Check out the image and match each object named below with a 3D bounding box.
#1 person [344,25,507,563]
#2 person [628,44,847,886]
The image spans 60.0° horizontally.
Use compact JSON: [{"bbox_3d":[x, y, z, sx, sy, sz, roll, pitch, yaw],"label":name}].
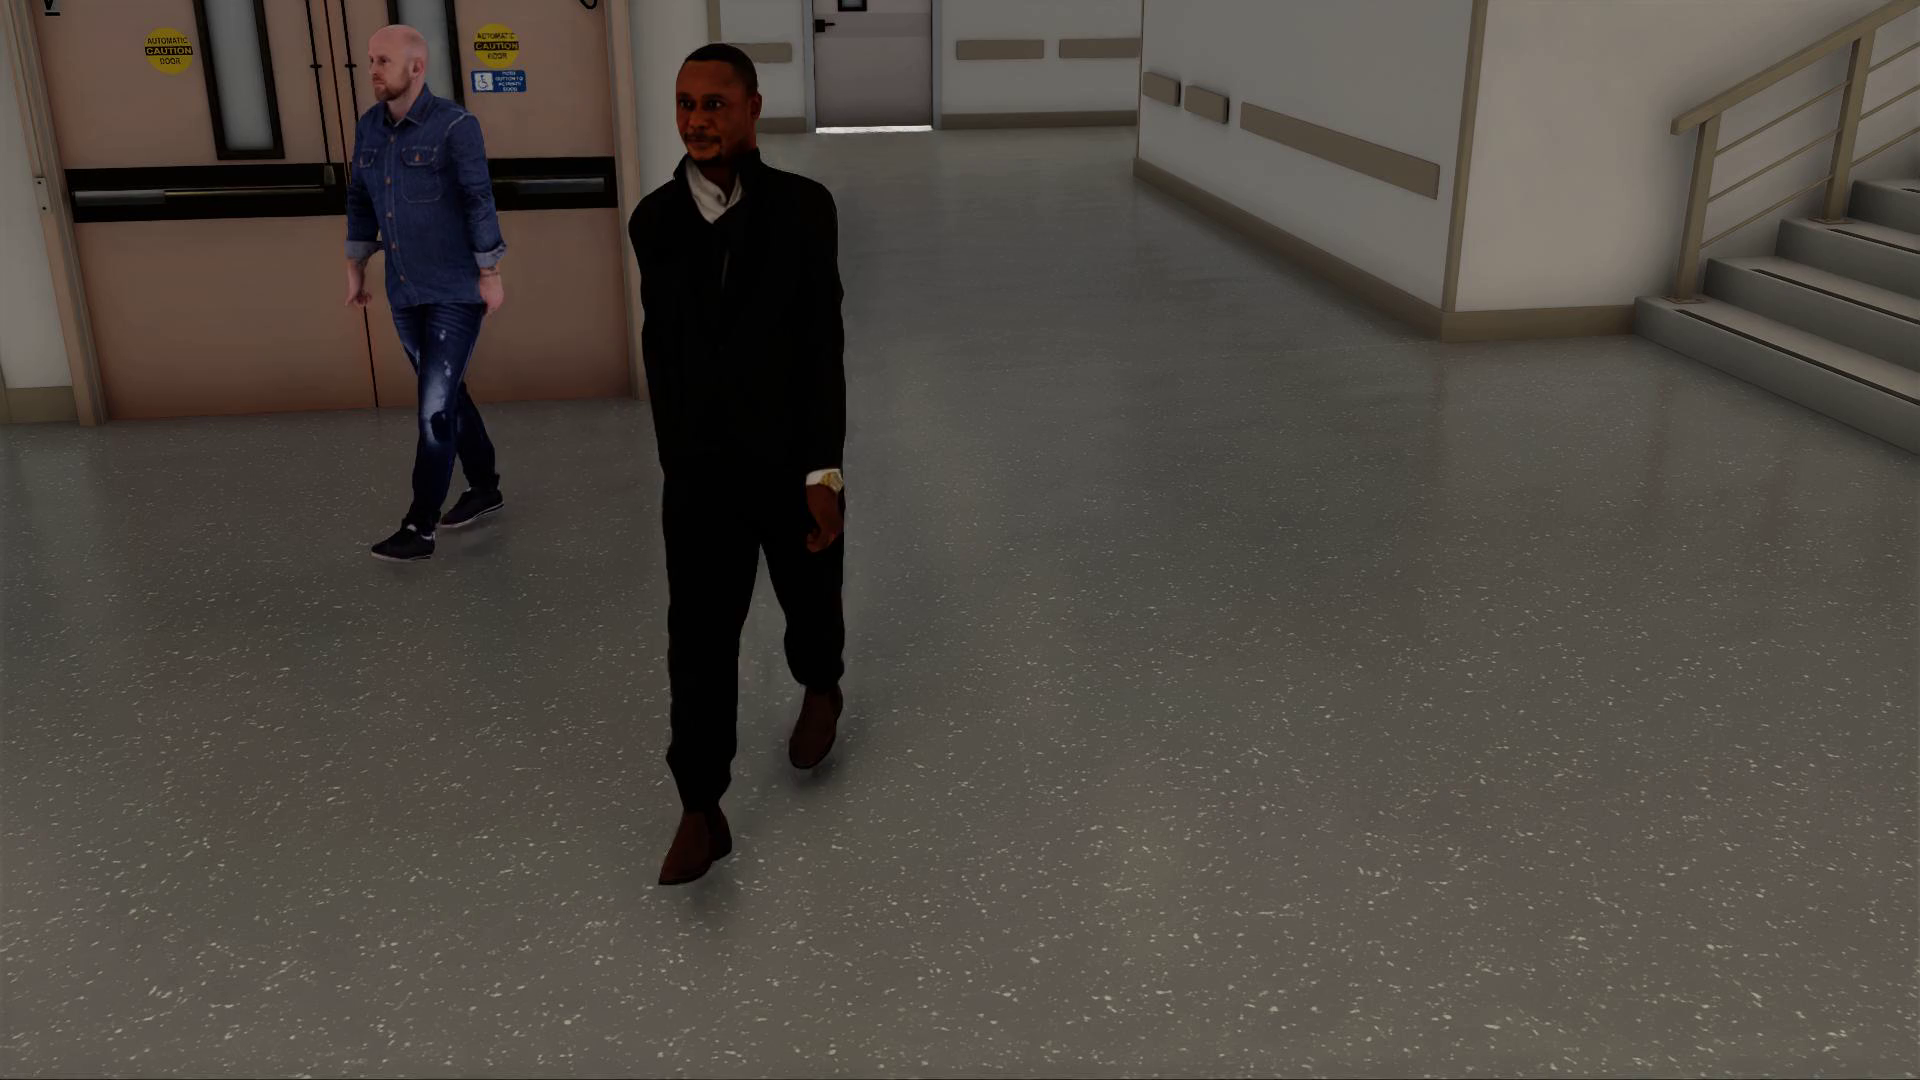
[{"bbox_3d":[-1.801,-0.866,5.885,1.130,1.793,1.155,11,23,26],"label":"person"},{"bbox_3d":[-0.463,-0.202,4.044,1.299,1.854,1.002,3,21,7],"label":"person"}]
